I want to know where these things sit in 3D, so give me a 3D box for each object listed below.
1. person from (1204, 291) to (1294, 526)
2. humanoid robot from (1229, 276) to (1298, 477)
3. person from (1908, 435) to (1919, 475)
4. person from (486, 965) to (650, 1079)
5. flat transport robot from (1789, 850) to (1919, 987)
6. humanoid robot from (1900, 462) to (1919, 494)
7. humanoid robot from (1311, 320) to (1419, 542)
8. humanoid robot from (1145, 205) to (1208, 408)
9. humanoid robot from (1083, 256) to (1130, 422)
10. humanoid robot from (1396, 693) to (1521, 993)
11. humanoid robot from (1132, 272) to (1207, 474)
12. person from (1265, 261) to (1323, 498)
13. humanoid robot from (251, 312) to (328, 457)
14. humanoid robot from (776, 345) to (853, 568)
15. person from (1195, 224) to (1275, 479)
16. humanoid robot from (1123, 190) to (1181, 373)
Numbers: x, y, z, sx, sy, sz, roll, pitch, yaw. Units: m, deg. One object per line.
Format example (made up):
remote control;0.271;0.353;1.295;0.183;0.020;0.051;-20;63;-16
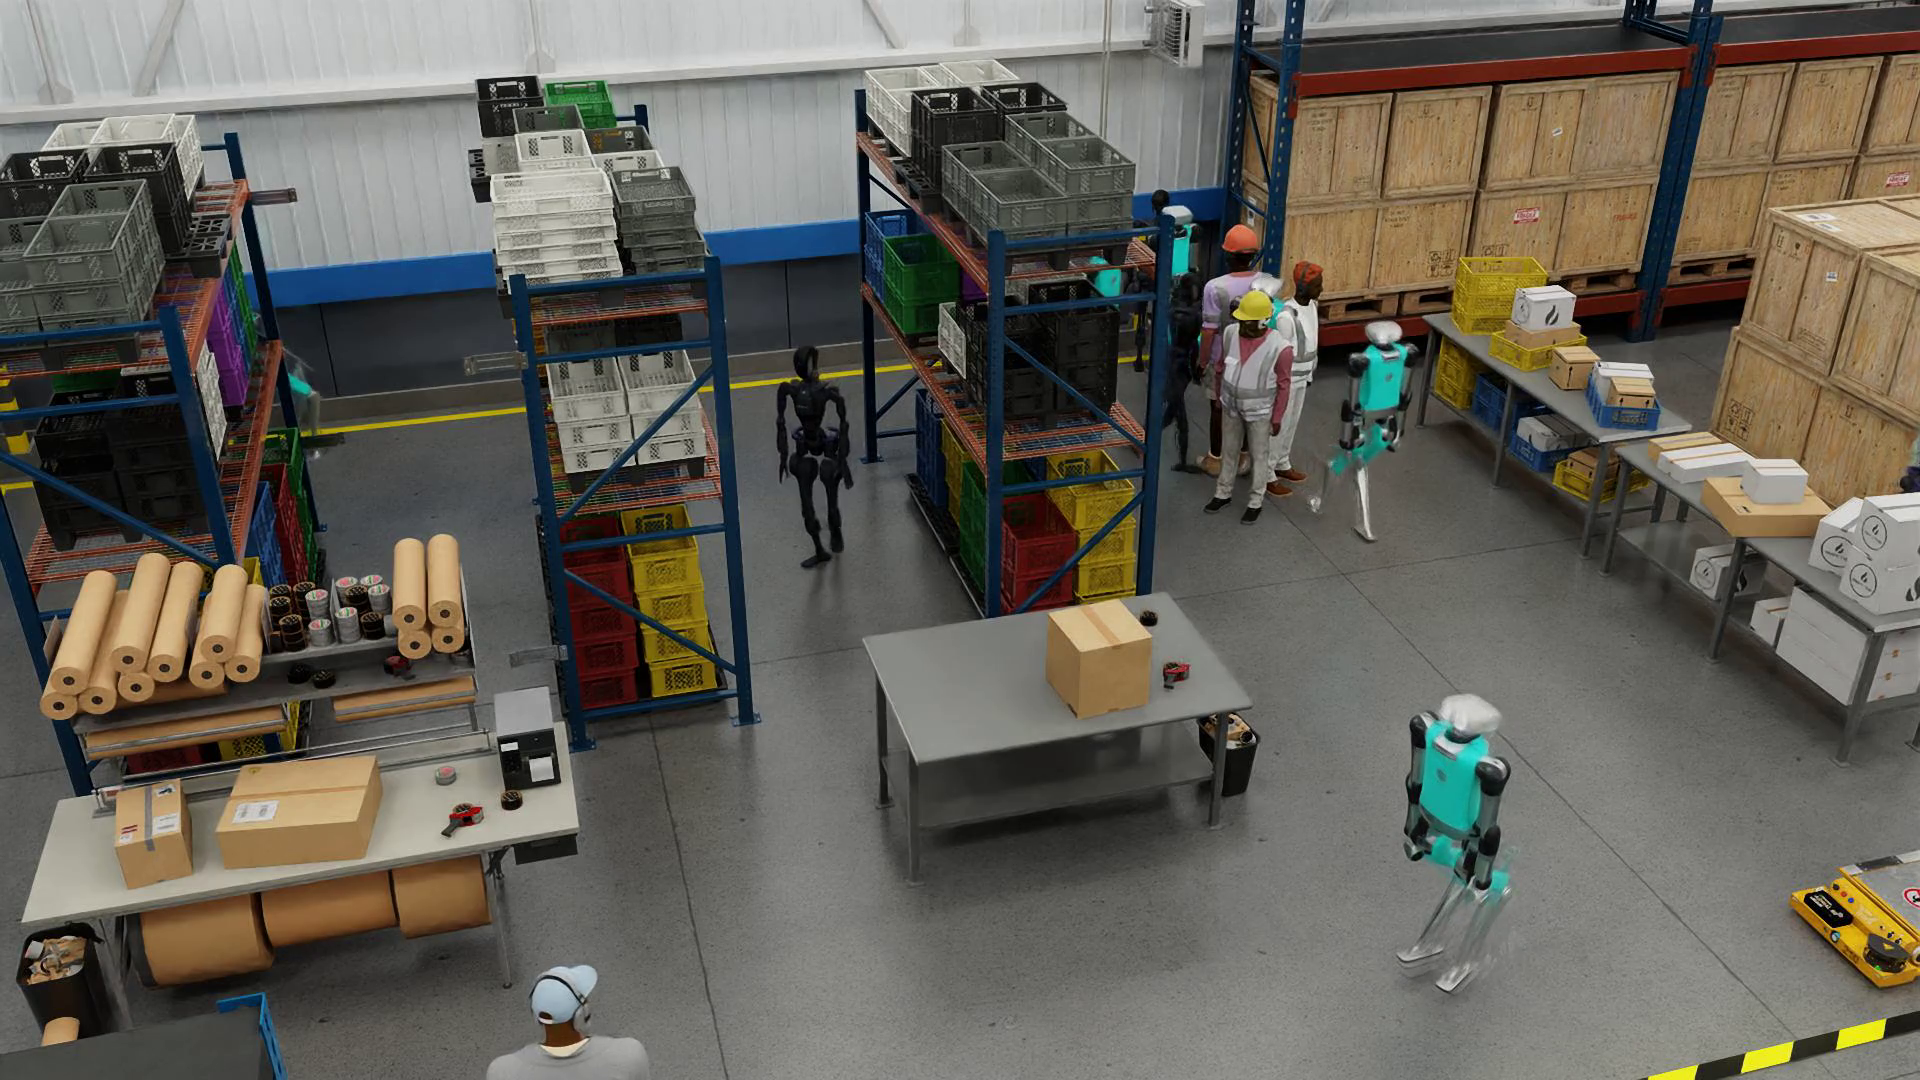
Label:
person;2.136;-0.986;12.335;0.590;1.828;0.404;21;35;33
humanoid robot;2.354;-1.251;12.948;0.531;1.814;0.708;11;31;19
person;6.734;-0.434;11.221;0.606;1.939;0.415;24;37;36
person;-1.418;2.335;6.269;0.594;1.849;0.390;-6;29;-11
flat transport robot;5.163;1.916;8.676;1.431;0.231;0.659;-8;30;-14
humanoid robot;6.482;-0.257;11.163;0.338;1.653;0.609;6;29;11
humanoid robot;2.882;-0.826;12.223;0.561;1.857;0.857;-10;30;-17
humanoid robot;1.900;-1.889;14.101;0.538;1.822;0.660;-15;32;-25
humanoid robot;0.977;-1.706;13.789;0.756;1.809;0.530;24;37;36
humanoid robot;2.470;1.396;7.957;0.735;1.677;0.533;-17;33;-28
humanoid robot;1.665;-1.345;13.191;0.703;1.632;0.590;14;32;23
person;2.542;-1.232;12.736;0.339;1.877;0.572;17;33;28
humanoid robot;-5.489;-1.488;13.355;0.590;1.782;0.818;22;36;34
humanoid robot;-1.004;-0.612;11.829;0.591;1.632;0.485;9;30;16
person;2.121;-1.462;12.983;0.613;2.040;0.376;-9;30;-16
humanoid robot;1.744;-2.321;14.907;0.599;1.657;0.315;7;29;12
